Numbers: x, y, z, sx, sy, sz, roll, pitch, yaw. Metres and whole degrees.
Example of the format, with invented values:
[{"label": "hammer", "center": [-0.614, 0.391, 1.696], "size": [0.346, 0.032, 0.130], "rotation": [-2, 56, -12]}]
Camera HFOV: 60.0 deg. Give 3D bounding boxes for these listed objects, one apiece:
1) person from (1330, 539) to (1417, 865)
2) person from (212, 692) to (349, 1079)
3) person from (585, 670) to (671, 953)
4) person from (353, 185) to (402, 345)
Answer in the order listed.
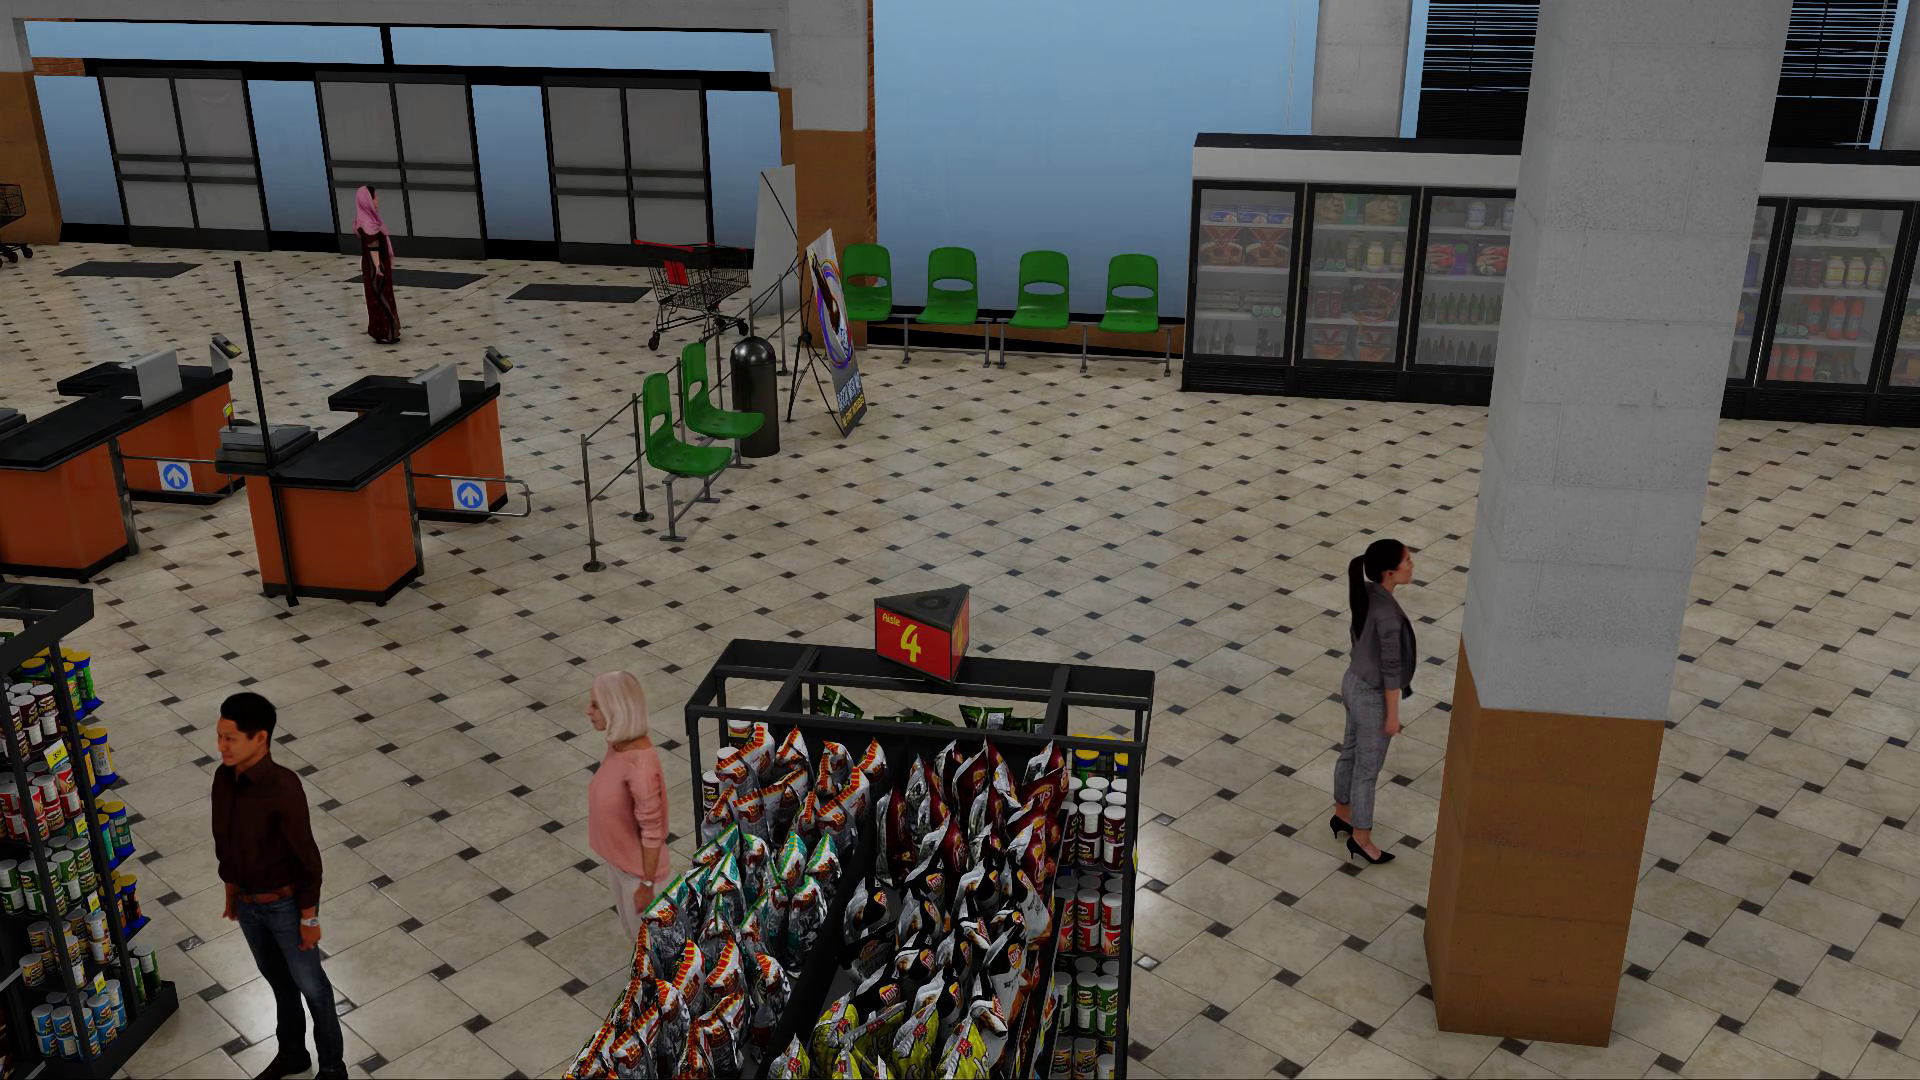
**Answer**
[{"label": "person", "center": [2.009, 0.776, 8.158], "size": [0.740, 1.678, 0.610], "rotation": [-2, 22, -5]}, {"label": "person", "center": [-2.662, 1.393, 6.485], "size": [0.706, 1.782, 0.637], "rotation": [11, 24, 26]}, {"label": "person", "center": [-1.317, 1.307, 6.775], "size": [0.742, 1.725, 0.657], "rotation": [-11, 25, -26]}, {"label": "person", "center": [-6.068, -2.866, 17.275], "size": [0.814, 1.639, 0.698], "rotation": [-6, 23, -16]}]
